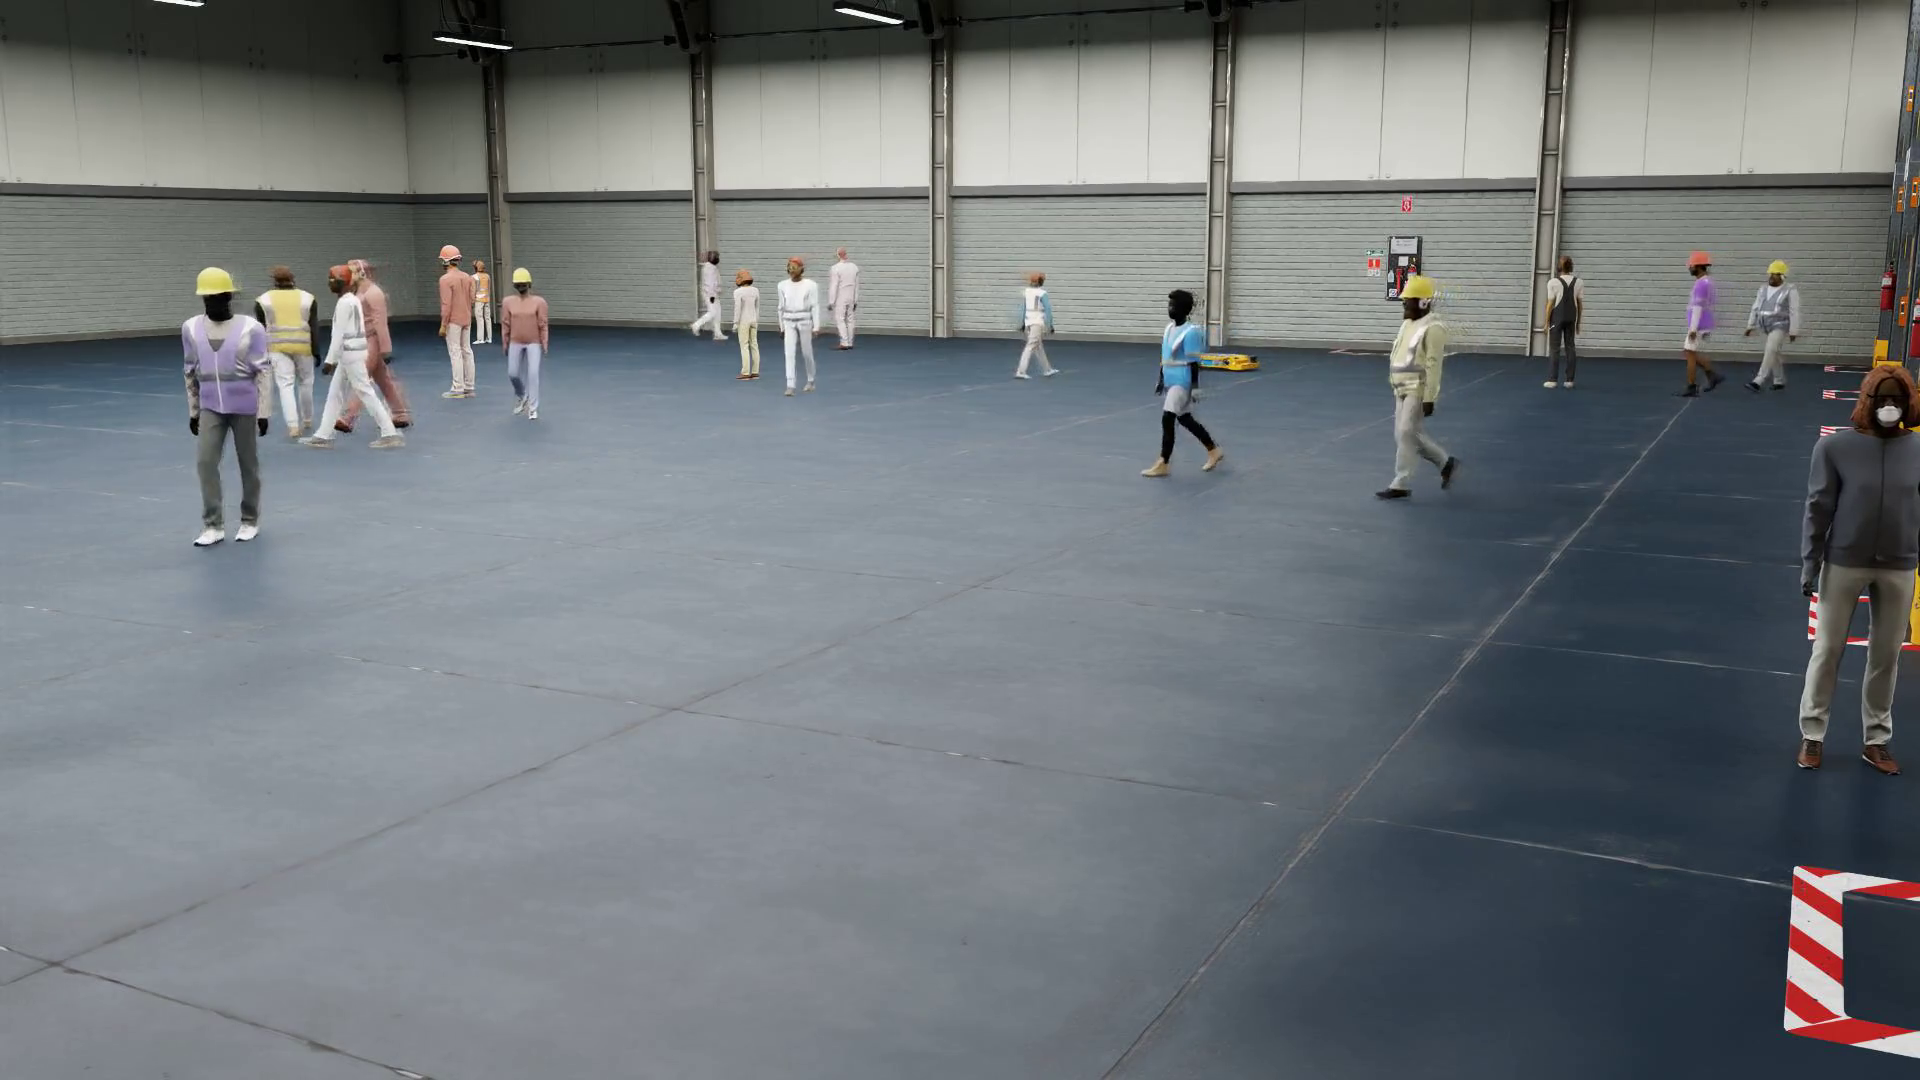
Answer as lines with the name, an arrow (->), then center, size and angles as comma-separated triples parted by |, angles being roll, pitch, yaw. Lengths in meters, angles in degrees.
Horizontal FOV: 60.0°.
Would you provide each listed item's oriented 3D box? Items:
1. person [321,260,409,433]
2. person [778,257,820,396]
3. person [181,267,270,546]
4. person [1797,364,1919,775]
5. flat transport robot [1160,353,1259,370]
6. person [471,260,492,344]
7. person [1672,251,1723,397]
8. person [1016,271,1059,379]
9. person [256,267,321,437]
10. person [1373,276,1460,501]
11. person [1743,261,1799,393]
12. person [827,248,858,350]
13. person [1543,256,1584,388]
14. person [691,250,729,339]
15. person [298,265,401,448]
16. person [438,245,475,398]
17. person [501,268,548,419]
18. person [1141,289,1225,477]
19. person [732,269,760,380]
person -> -6.505, -2.100, 18.088 | 1.008, 1.853, 0.654 | -6, 12, -31
person -> -2.164, -2.896, 22.467 | 0.584, 1.847, 0.942 | 2, 11, 11
person -> -5.050, -0.898, 11.390 | 0.610, 1.900, 0.786 | 0, 10, -2
person -> 3.605, 0.119, 6.592 | 0.507, 1.631, 0.266 | 3, 11, 15
flat transport robot -> 3.989, -2.868, 26.601 | 1.431, 0.197, 0.652 | 7, 13, 34
person -> -9.404, -4.663, 32.654 | 0.307, 1.641, 0.514 | 5, 12, 26
person -> 9.748, -2.830, 21.899 | 0.492, 1.925, 0.545 | 5, 12, 27
person -> 1.154, -3.195, 24.775 | 0.878, 1.589, 0.542 | -7, 13, -34
person -> -7.201, -2.033, 17.888 | 0.632, 1.788, 0.975 | -4, 11, -22
person -> 3.711, -1.214, 13.371 | 0.687, 1.813, 0.605 | -1, 10, -7
person -> 10.980, -2.881, 22.549 | 0.943, 1.780, 0.595 | -4, 11, -21
person -> -2.160, -4.483, 31.047 | 0.493, 1.898, 0.704 | 8, 13, 38
person -> 8.433, -3.043, 23.262 | 0.516, 1.842, 0.328 | 0, 10, -2
person -> -5.112, -4.994, 33.949 | 0.652, 1.825, 0.640 | 0, 10, 0
person -> -6.110, -1.814, 16.595 | 0.989, 1.837, 0.577 | -3, 11, -15
person -> -6.628, -2.857, 21.835 | 0.379, 1.996, 0.609 | 3, 11, 18
person -> -5.070, -2.291, 19.414 | 0.553, 1.757, 0.480 | -1, 10, -5
person -> 2.021, -1.400, 14.793 | 0.810, 1.667, 0.530 | -3, 11, -13
person -> -3.168, -3.190, 24.641 | 0.287, 1.633, 0.497 | 8, 13, 36
